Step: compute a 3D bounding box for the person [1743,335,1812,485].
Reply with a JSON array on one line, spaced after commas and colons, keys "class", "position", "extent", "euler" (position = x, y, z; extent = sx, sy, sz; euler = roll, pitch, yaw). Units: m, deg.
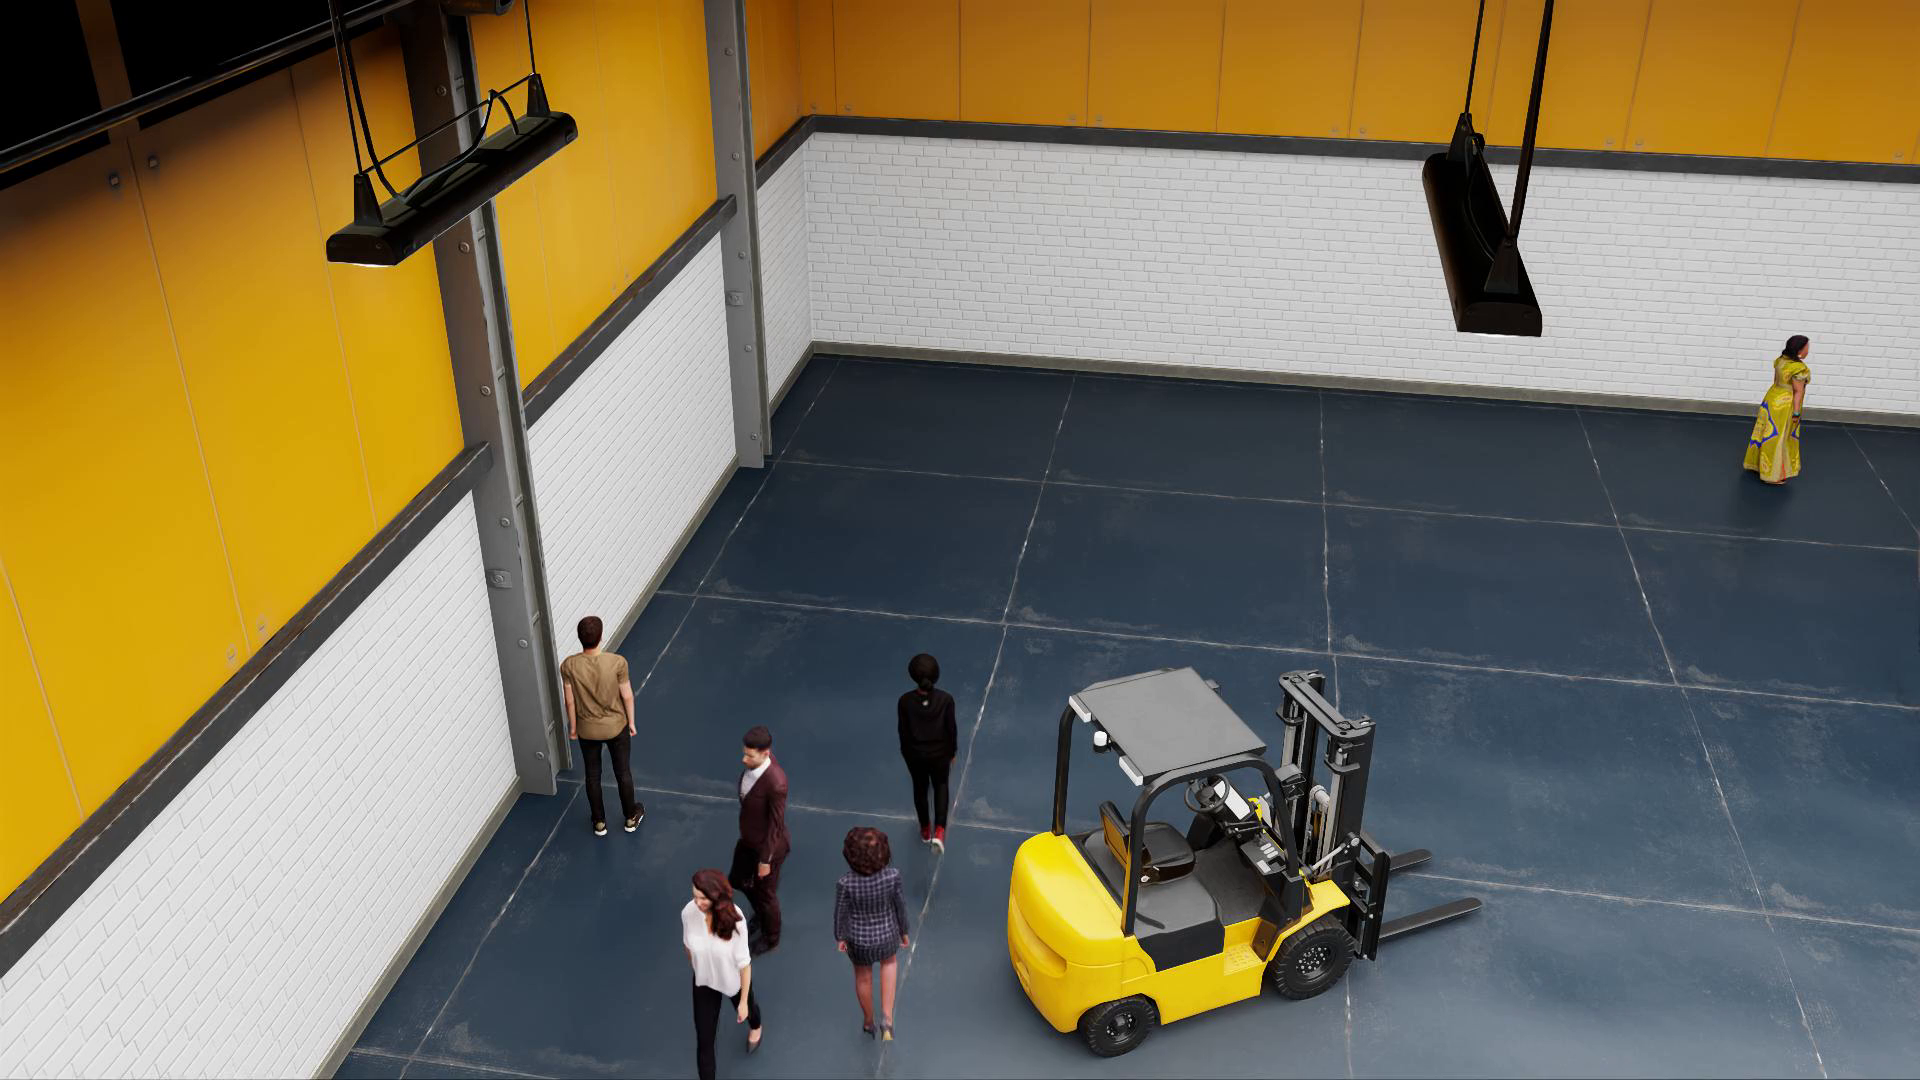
[{"class": "person", "position": [8.824, -1.424, 17.832], "extent": [0.995, 1.661, 0.825], "euler": [-2, 29, -4]}]

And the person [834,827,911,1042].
[{"class": "person", "position": [-0.543, 2.563, 10.497], "extent": [0.741, 1.687, 0.773], "euler": [-5, 29, -10]}]

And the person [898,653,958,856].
[{"class": "person", "position": [-0.237, 1.616, 12.262], "extent": [0.702, 1.658, 0.914], "euler": [-1, 29, -1]}]

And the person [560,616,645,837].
[{"class": "person", "position": [-2.691, 1.388, 12.480], "extent": [0.717, 1.851, 0.659], "euler": [-3, 29, -5]}]

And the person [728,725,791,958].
[{"class": "person", "position": [-1.293, 2.020, 11.316], "extent": [0.903, 1.855, 0.831], "euler": [-12, 31, -20]}]

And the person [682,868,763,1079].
[{"class": "person", "position": [-1.411, 2.668, 10.237], "extent": [0.602, 1.750, 1.096], "euler": [5, 29, 8]}]
